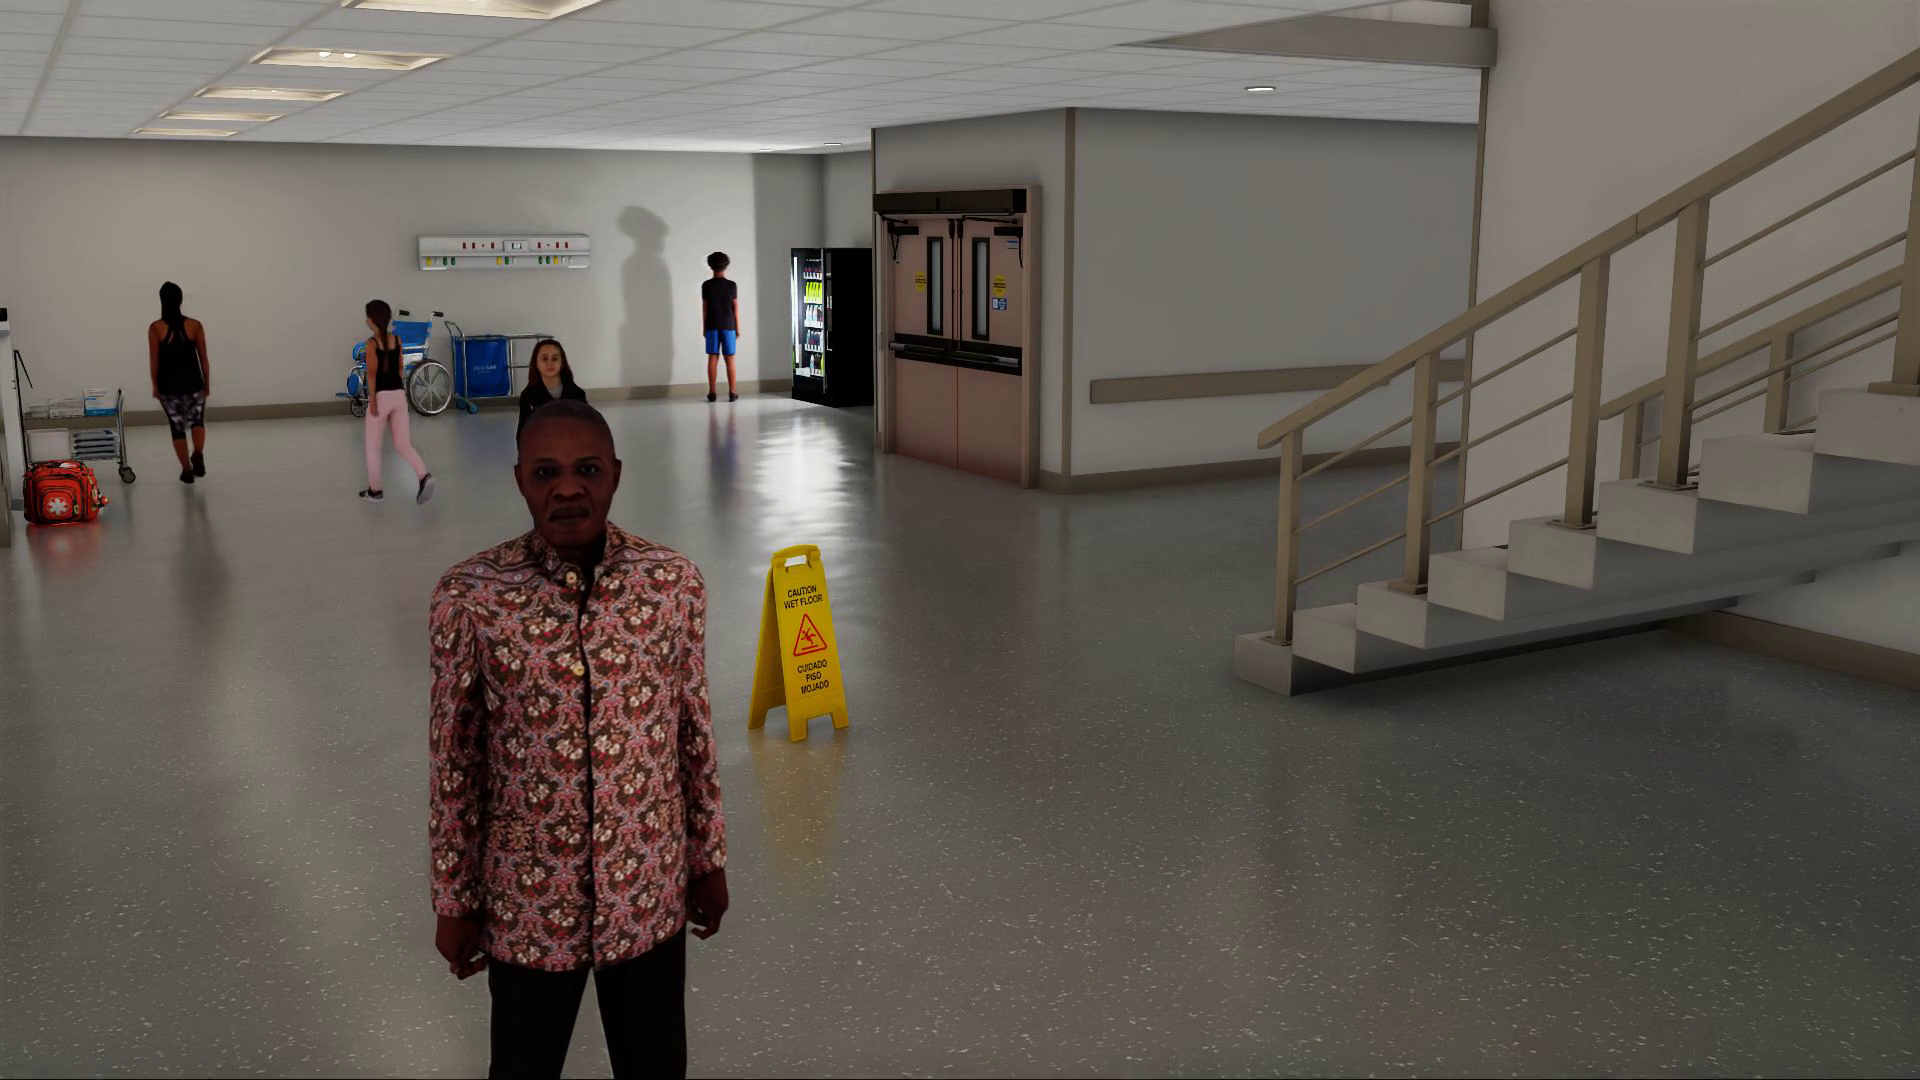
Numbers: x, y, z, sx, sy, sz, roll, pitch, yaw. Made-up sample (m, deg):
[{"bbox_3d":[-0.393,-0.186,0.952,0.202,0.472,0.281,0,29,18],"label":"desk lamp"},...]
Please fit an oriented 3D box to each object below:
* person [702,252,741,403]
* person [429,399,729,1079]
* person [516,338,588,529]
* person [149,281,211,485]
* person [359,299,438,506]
[{"bbox_3d":[-2.890,-2.575,20.064,0.674,1.792,0.676,-1,11,-6],"label":"person"},{"bbox_3d":[-0.700,0.635,3.106,0.722,1.808,0.620,-4,12,-22],"label":"person"},{"bbox_3d":[-2.316,-0.416,9.515,0.625,1.483,0.601,-2,11,-12],"label":"person"},{"bbox_3d":[-6.323,-1.257,13.499,0.589,1.650,0.788,-6,12,-28],"label":"person"},{"bbox_3d":[-4.266,-1.021,12.545,1.035,1.541,0.766,8,13,35],"label":"person"}]
